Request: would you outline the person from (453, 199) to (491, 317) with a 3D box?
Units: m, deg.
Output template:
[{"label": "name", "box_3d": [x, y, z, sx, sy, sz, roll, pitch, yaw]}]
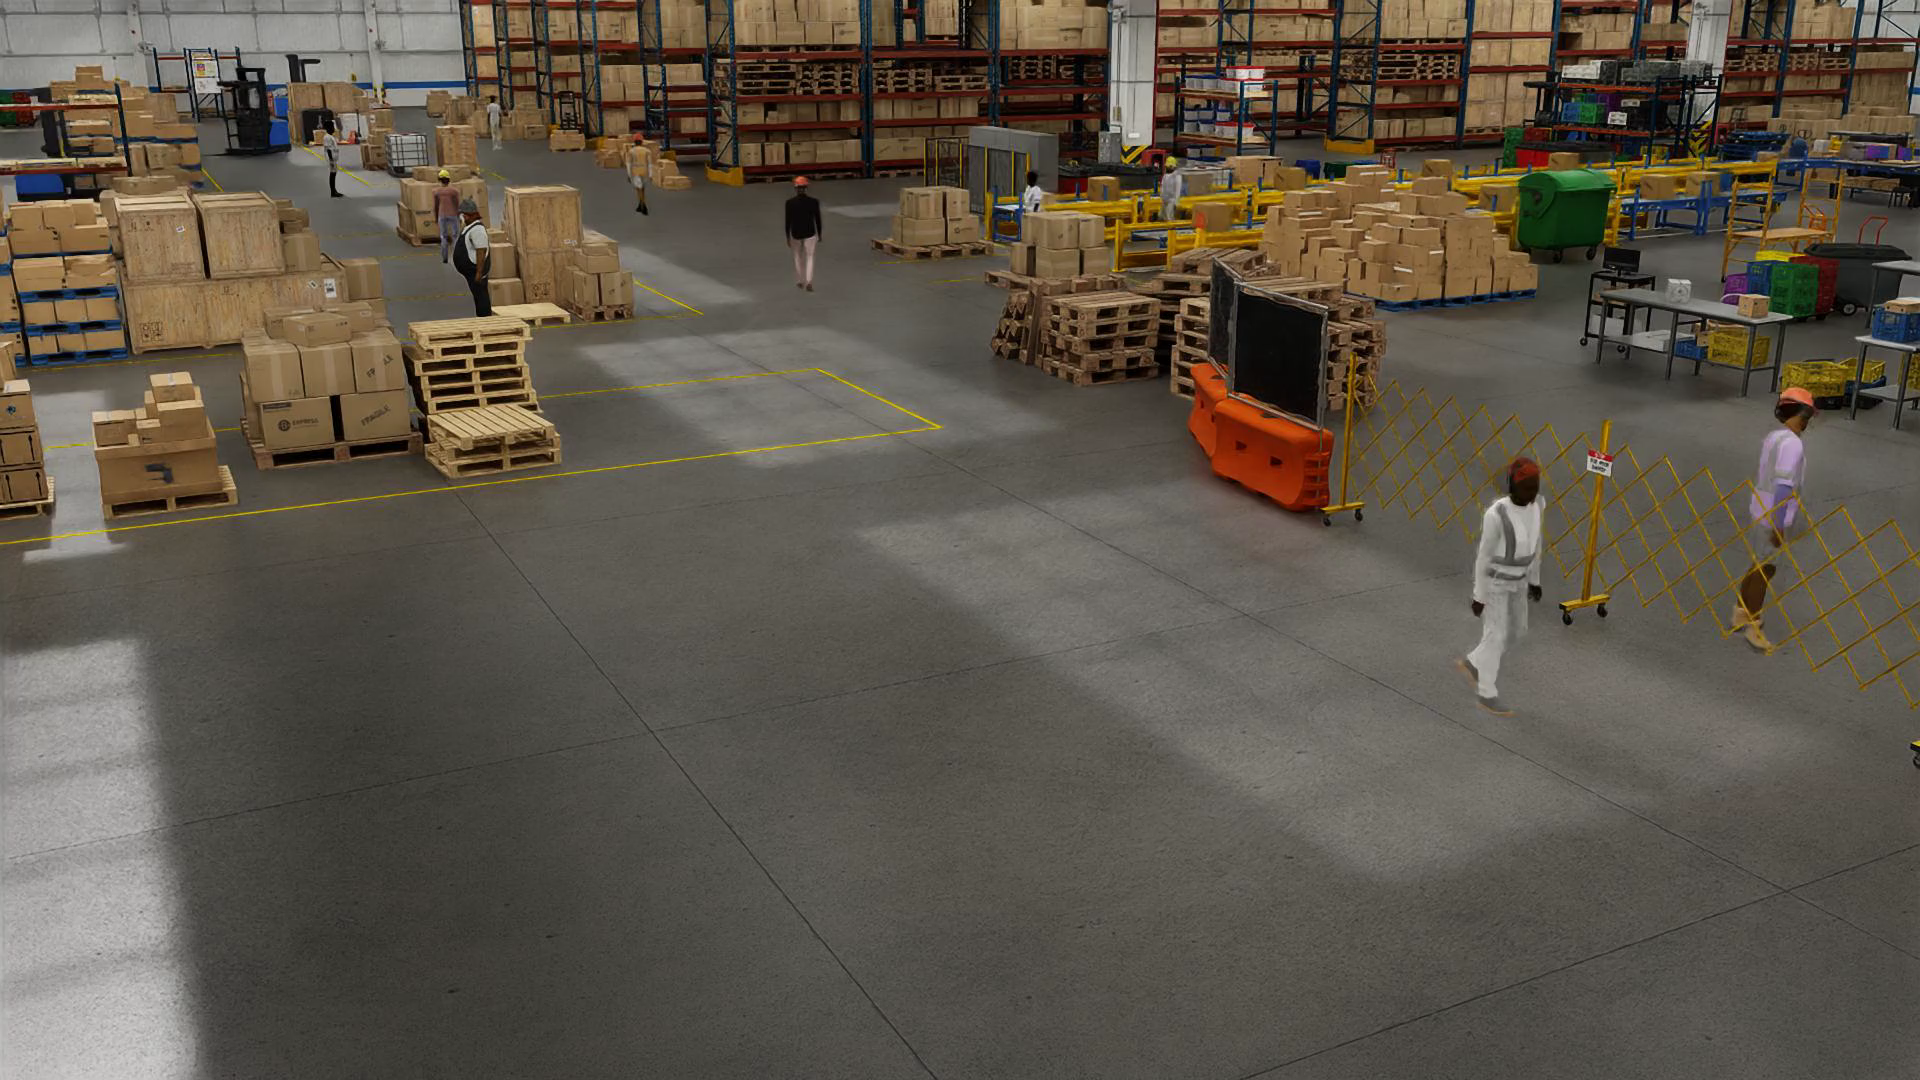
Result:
[{"label": "person", "box_3d": [-7.293, -4.072, 24.882, 0.537, 2.000, 0.675, -7, 19, -22]}]

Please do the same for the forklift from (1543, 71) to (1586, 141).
[{"label": "forklift", "box_3d": [18.685, -13.231, 52.085, 1.873, 2.768, 1.129, -9, 20, -26]}]

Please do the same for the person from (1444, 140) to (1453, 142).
[{"label": "person", "box_3d": [17.885, -15.351, 60.701, 0.274, 1.632, 0.507, 16, 24, 41]}]

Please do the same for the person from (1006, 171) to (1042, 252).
[{"label": "person", "box_3d": [1.343, -6.435, 32.854, 0.850, 1.652, 0.551, -8, 20, -25]}]

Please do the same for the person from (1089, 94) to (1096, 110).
[{"label": "person", "box_3d": [5.398, -17.792, 68.331, 0.513, 1.616, 0.485, 11, 21, 31]}]

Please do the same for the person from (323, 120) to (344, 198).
[{"label": "person", "box_3d": [-16.241, -9.856, 43.033, 0.361, 1.964, 0.616, -4, 18, -13]}]

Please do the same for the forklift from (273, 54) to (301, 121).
[{"label": "forklift", "box_3d": [-28.190, -19.170, 70.600, 1.873, 2.768, 1.129, -9, 20, -26]}]

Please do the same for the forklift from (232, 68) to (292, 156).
[{"label": "forklift", "box_3d": [-23.426, -14.270, 55.322, 1.129, 2.768, 1.873, 6, 19, 18]}]

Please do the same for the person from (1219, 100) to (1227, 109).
[{"label": "person", "box_3d": [10.301, -16.971, 65.788, 0.757, 1.611, 0.515, -6, 19, -18]}]

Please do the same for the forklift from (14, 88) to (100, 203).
[{"label": "forklift", "box_3d": [-22.723, -9.866, 41.591, 1.873, 2.768, 1.129, -9, 20, -26]}]

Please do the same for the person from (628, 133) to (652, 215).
[{"label": "person", "box_3d": [-7.618, -8.734, 39.651, 0.553, 1.901, 0.949, -9, 20, -27]}]

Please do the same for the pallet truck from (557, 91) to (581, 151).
[{"label": "pallet truck", "box_3d": [-13.495, -14.412, 57.188, 0.823, 1.965, 1.885, -3, 18, -9]}]

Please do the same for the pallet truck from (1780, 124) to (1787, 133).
[{"label": "pallet truck", "box_3d": [25.206, -12.542, 52.601, 1.601, 1.201, 0.680, 0, 18, -2]}]

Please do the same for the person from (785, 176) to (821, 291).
[{"label": "person", "box_3d": [-2.715, -5.309, 28.848, 0.626, 1.970, 0.790, 0, 18, -1]}]

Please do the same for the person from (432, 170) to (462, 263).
[{"label": "person", "box_3d": [-9.868, -6.225, 32.052, 0.524, 1.760, 0.328, -3, 18, -9]}]

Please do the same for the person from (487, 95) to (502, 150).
[{"label": "person", "box_3d": [-16.082, -14.417, 57.422, 0.326, 1.872, 0.526, 16, 24, 41]}]

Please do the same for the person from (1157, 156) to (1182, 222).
[{"label": "person", "box_3d": [4.337, -7.020, 34.431, 0.420, 1.817, 0.595, -10, 20, -28]}]

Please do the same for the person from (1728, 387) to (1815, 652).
[{"label": "person", "box_3d": [6.271, -0.153, 12.768, 0.388, 1.991, 0.726, 5, 19, 17]}]

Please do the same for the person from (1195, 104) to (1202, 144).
[{"label": "person", "box_3d": [7.921, -13.639, 55.286, 0.409, 1.677, 0.586, 9, 20, 26]}]

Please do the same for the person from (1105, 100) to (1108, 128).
[{"label": "person", "box_3d": [5.664, -16.207, 63.321, 0.552, 1.648, 0.843, -1, 18, -2]}]

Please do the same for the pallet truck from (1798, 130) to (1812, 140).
[{"label": "pallet truck", "box_3d": [25.526, -11.556, 49.408, 1.630, 1.274, 0.653, -9, 20, -26]}]

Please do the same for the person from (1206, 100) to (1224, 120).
[{"label": "person", "box_3d": [8.591, -14.066, 56.320, 0.641, 1.886, 1.061, -4, 18, -12]}]

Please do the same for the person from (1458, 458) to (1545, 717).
[{"label": "person", "box_3d": [3.745, 0.301, 11.534, 0.613, 1.867, 0.540, -13, 22, -35]}]
